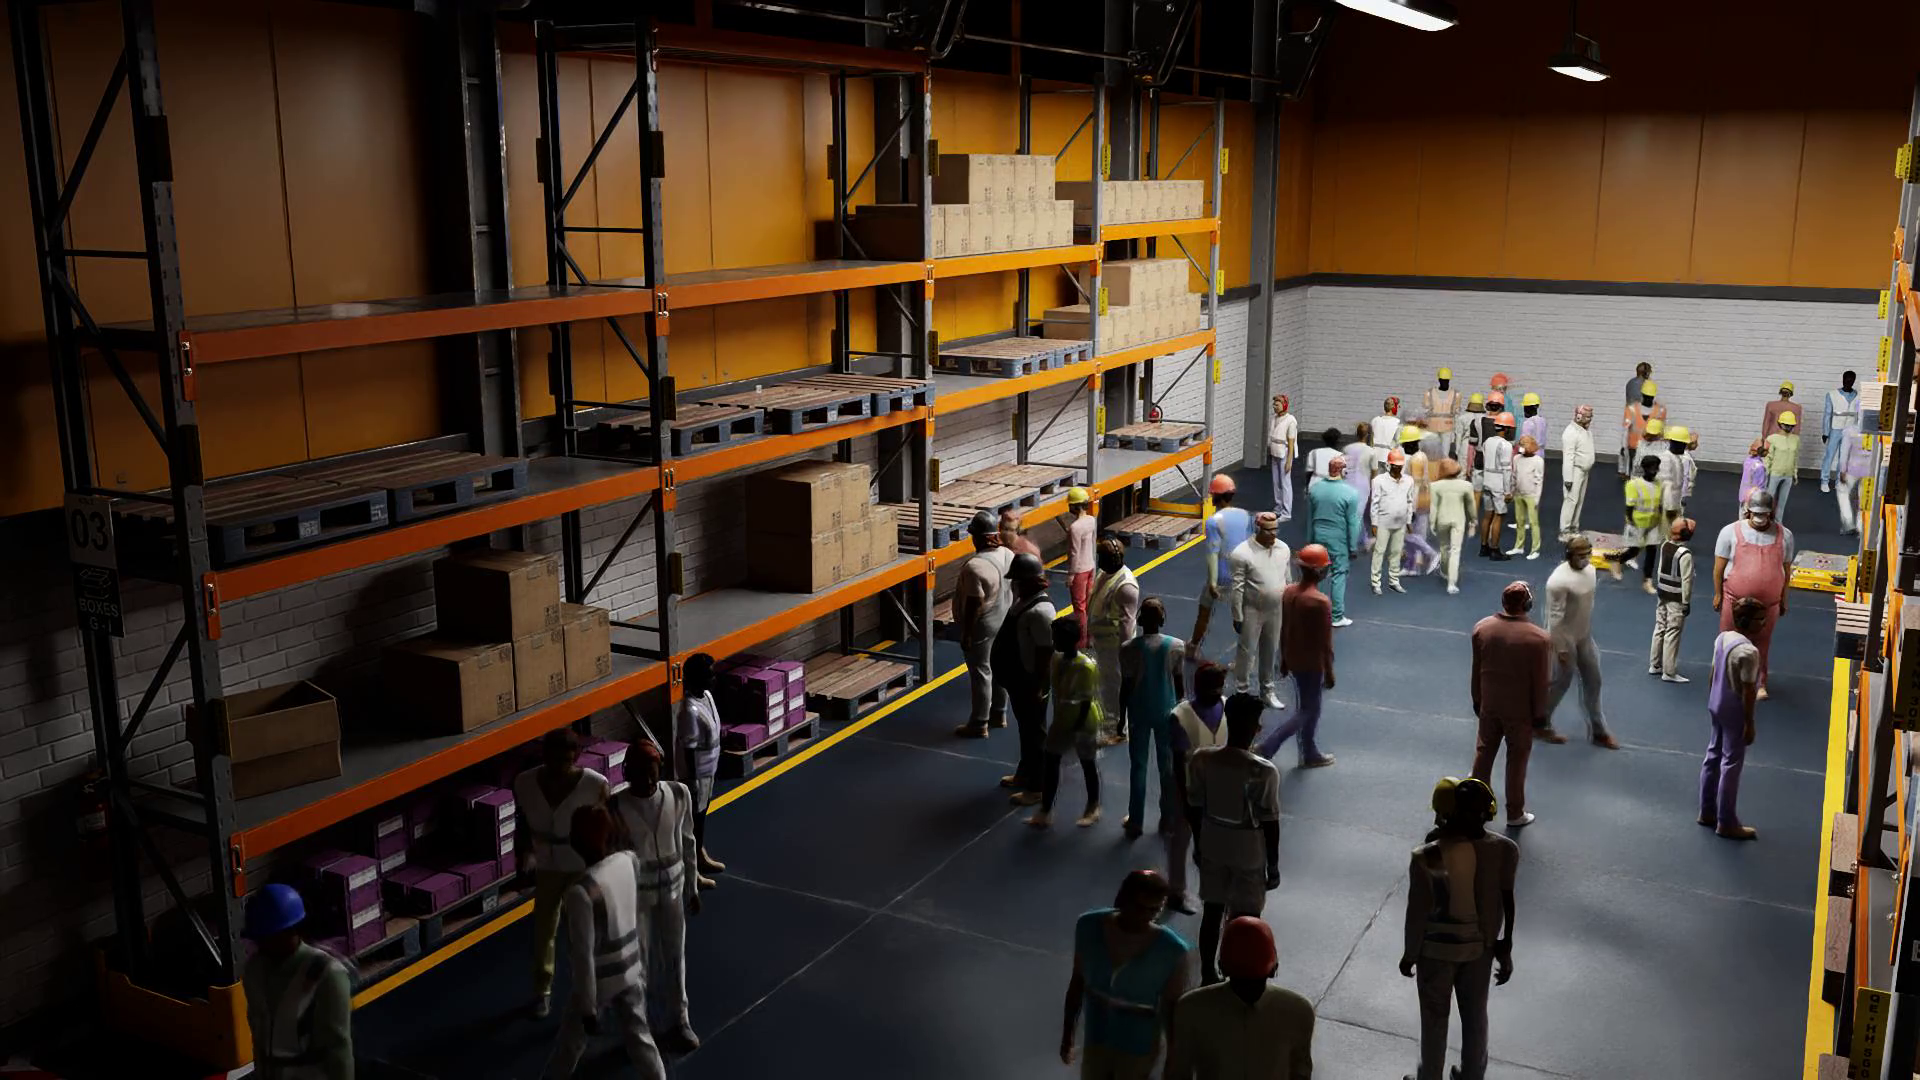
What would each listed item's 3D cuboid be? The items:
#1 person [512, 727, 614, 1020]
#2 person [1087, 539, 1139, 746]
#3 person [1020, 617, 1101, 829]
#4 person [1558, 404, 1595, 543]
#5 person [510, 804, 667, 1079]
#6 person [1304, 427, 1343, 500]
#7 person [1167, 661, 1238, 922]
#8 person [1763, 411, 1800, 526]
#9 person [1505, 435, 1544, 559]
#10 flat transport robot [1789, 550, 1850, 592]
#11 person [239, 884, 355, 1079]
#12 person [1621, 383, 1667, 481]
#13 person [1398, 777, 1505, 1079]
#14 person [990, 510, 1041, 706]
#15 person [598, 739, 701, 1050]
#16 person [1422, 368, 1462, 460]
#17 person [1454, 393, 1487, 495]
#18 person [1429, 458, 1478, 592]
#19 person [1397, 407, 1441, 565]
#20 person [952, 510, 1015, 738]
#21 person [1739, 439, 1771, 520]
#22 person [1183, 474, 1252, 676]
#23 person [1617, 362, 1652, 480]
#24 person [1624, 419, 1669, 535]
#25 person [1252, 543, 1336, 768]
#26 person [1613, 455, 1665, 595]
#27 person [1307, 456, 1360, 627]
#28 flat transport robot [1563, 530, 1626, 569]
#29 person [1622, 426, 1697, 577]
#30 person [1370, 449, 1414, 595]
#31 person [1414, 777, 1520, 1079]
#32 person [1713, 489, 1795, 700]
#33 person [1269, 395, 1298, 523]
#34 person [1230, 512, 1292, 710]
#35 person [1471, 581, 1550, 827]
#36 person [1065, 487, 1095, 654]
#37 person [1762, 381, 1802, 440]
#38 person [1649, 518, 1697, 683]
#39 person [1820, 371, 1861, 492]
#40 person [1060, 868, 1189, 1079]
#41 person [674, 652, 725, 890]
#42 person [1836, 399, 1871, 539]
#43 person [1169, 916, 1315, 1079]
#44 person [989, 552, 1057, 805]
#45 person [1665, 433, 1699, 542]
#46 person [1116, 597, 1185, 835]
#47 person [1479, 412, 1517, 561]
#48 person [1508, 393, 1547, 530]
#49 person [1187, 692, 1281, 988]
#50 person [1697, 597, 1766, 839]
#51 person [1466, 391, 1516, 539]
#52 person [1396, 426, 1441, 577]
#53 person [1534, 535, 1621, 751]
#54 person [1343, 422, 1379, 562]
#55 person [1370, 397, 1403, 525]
[{"bbox_3d":[-2.349,1.952,9.869,0.615,1.824,0.434,1,13,7],"label":"person"},{"bbox_3d":[1.331,0.885,14.628,0.429,1.837,0.625,-4,13,-16],"label":"person"},{"bbox_3d":[0.780,1.417,12.624,0.757,1.663,0.538,-10,16,-38],"label":"person"},{"bbox_3d":[8.328,-0.889,22.424,0.403,1.897,0.654,10,16,39],"label":"person"},{"bbox_3d":[-1.891,2.236,8.588,0.990,1.830,0.583,6,14,27],"label":"person"},{"bbox_3d":[4.846,-0.653,21.883,0.545,1.665,0.761,9,16,35],"label":"person"},{"bbox_3d":[1.668,1.701,11.009,0.564,1.809,0.881,-6,14,-26],"label":"person"},{"bbox_3d":[11.200,-0.884,22.686,0.534,1.767,0.319,-3,13,-13],"label":"person"},{"bbox_3d":[7.347,-0.565,21.592,0.310,1.623,0.509,-7,14,-29],"label":"person"},{"bbox_3d":[10.600,0.373,20.437,0.652,0.197,1.431,8,15,31],"label":"flat transport robot"},{"bbox_3d":[-2.925,2.421,7.532,0.614,1.932,0.752,5,14,21],"label":"person"},{"bbox_3d":[10.186,-1.413,24.816,0.597,1.872,1.006,5,13,21],"label":"person"},{"bbox_3d":[2.633,2.156,8.938,0.587,1.829,0.404,-3,13,-14],"label":"person"},{"bbox_3d":[0.456,0.610,15.766,0.645,1.872,0.847,7,15,30],"label":"person"},{"bbox_3d":[-1.760,2.021,9.439,0.584,1.879,0.374,-8,15,-31],"label":"person"},{"bbox_3d":[7.597,-1.758,26.248,0.615,1.924,0.392,3,13,12],"label":"person"},{"bbox_3d":[7.600,-1.313,24.697,0.491,1.729,0.324,2,13,8],"label":"person"},{"bbox_3d":[5.925,-0.198,20.012,0.564,1.583,0.869,4,13,18],"label":"person"},{"bbox_3d":[5.788,-0.711,21.292,0.545,2.000,0.719,-6,14,-23],"label":"person"},{"bbox_3d":[0.185,0.734,14.823,0.537,2.000,0.682,8,15,33],"label":"person"},{"bbox_3d":[10.102,-0.486,21.216,0.313,1.631,0.525,1,13,6],"label":"person"},{"bbox_3d":[2.613,0.320,16.785,0.626,1.985,1.053,-8,15,-32],"label":"person"},{"bbox_3d":[10.984,-1.931,27.022,0.373,1.932,0.628,-1,13,-3],"label":"person"},{"bbox_3d":[9.369,-0.821,22.558,0.679,1.707,0.551,-8,15,-31],"label":"person"},{"bbox_3d":[2.817,0.999,13.796,0.771,1.969,0.619,-4,13,-17],"label":"person"},{"bbox_3d":[8.131,-0.211,19.844,0.540,1.677,0.571,-3,13,-12],"label":"person"},{"bbox_3d":[4.136,0.011,18.390,0.399,1.900,0.646,-12,17,-42],"label":"person"},{"bbox_3d":[8.317,0.113,21.598,0.652,0.197,1.431,7,15,30],"label":"flat transport robot"},{"bbox_3d":[8.739,-0.491,20.637,0.801,1.900,0.594,11,17,40],"label":"person"},{"bbox_3d":[5.130,-0.220,19.742,0.560,1.752,0.326,-4,13,-16],"label":"person"},{"bbox_3d":[2.681,2.152,8.861,0.533,1.871,0.320,5,14,22],"label":"person"},{"bbox_3d":[7.525,0.517,15.792,0.688,2.000,0.536,3,13,14],"label":"person"},{"bbox_3d":[4.621,-1.170,23.810,0.388,1.837,0.562,-4,13,-19],"label":"person"},{"bbox_3d":[2.808,0.667,15.443,0.643,1.902,0.399,-6,14,-24],"label":"person"},{"bbox_3d":[4.250,1.250,12.852,0.397,1.901,0.643,-10,16,-39],"label":"person"},{"bbox_3d":[1.237,0.315,17.325,0.312,1.768,0.524,6,14,24],"label":"person"},{"bbox_3d":[12.788,-1.597,25.915,0.532,1.754,0.341,7,14,28],"label":"person"},{"bbox_3d":[7.044,0.584,16.405,0.309,1.636,0.523,-1,13,-5],"label":"person"},{"bbox_3d":[13.781,-1.702,26.012,0.597,1.914,0.371,0,13,-1],"label":"person"},{"bbox_3d":[0.765,2.398,7.899,0.601,1.805,0.648,8,15,30],"label":"person"},{"bbox_3d":[-1.841,1.608,11.708,0.319,1.691,0.536,1,13,5],"label":"person"},{"bbox_3d":[12.289,-0.969,22.712,0.618,1.931,0.433,1,13,3],"label":"person"},{"bbox_3d":[1.180,2.504,7.000,0.623,1.992,0.396,0,13,-1],"label":"person"},{"bbox_3d":[0.503,1.081,13.267,0.537,2.000,0.689,-2,13,-8],"label":"person"},{"bbox_3d":[9.427,-0.597,21.717,0.315,1.630,0.511,5,13,21],"label":"person"},{"bbox_3d":[1.439,1.330,12.595,0.505,1.847,0.348,-1,13,-6],"label":"person"},{"bbox_3d":[6.960,-0.694,21.489,0.388,1.926,0.549,-3,13,-14],"label":"person"},{"bbox_3d":[7.993,-1.106,23.360,0.399,1.912,0.591,11,17,41],"label":"person"},{"bbox_3d":[1.652,1.861,9.965,0.600,1.958,0.379,9,16,36],"label":"person"},{"bbox_3d":[5.856,1.333,12.592,0.351,1.843,0.506,-1,13,-4],"label":"person"},{"bbox_3d":[7.238,-1.015,22.695,0.613,2.028,0.409,4,13,19],"label":"person"},{"bbox_3d":[5.621,-0.456,20.452,0.580,1.897,0.625,3,13,14],"label":"person"},{"bbox_3d":[5.389,0.889,14.451,0.670,1.895,0.739,-10,16,-37],"label":"person"},{"bbox_3d":[5.197,-0.630,21.509,1.012,1.784,0.521,-10,16,-39],"label":"person"},{"bbox_3d":[6.020,-1.099,23.466,0.377,1.844,0.569,-9,15,-35],"label":"person"}]
